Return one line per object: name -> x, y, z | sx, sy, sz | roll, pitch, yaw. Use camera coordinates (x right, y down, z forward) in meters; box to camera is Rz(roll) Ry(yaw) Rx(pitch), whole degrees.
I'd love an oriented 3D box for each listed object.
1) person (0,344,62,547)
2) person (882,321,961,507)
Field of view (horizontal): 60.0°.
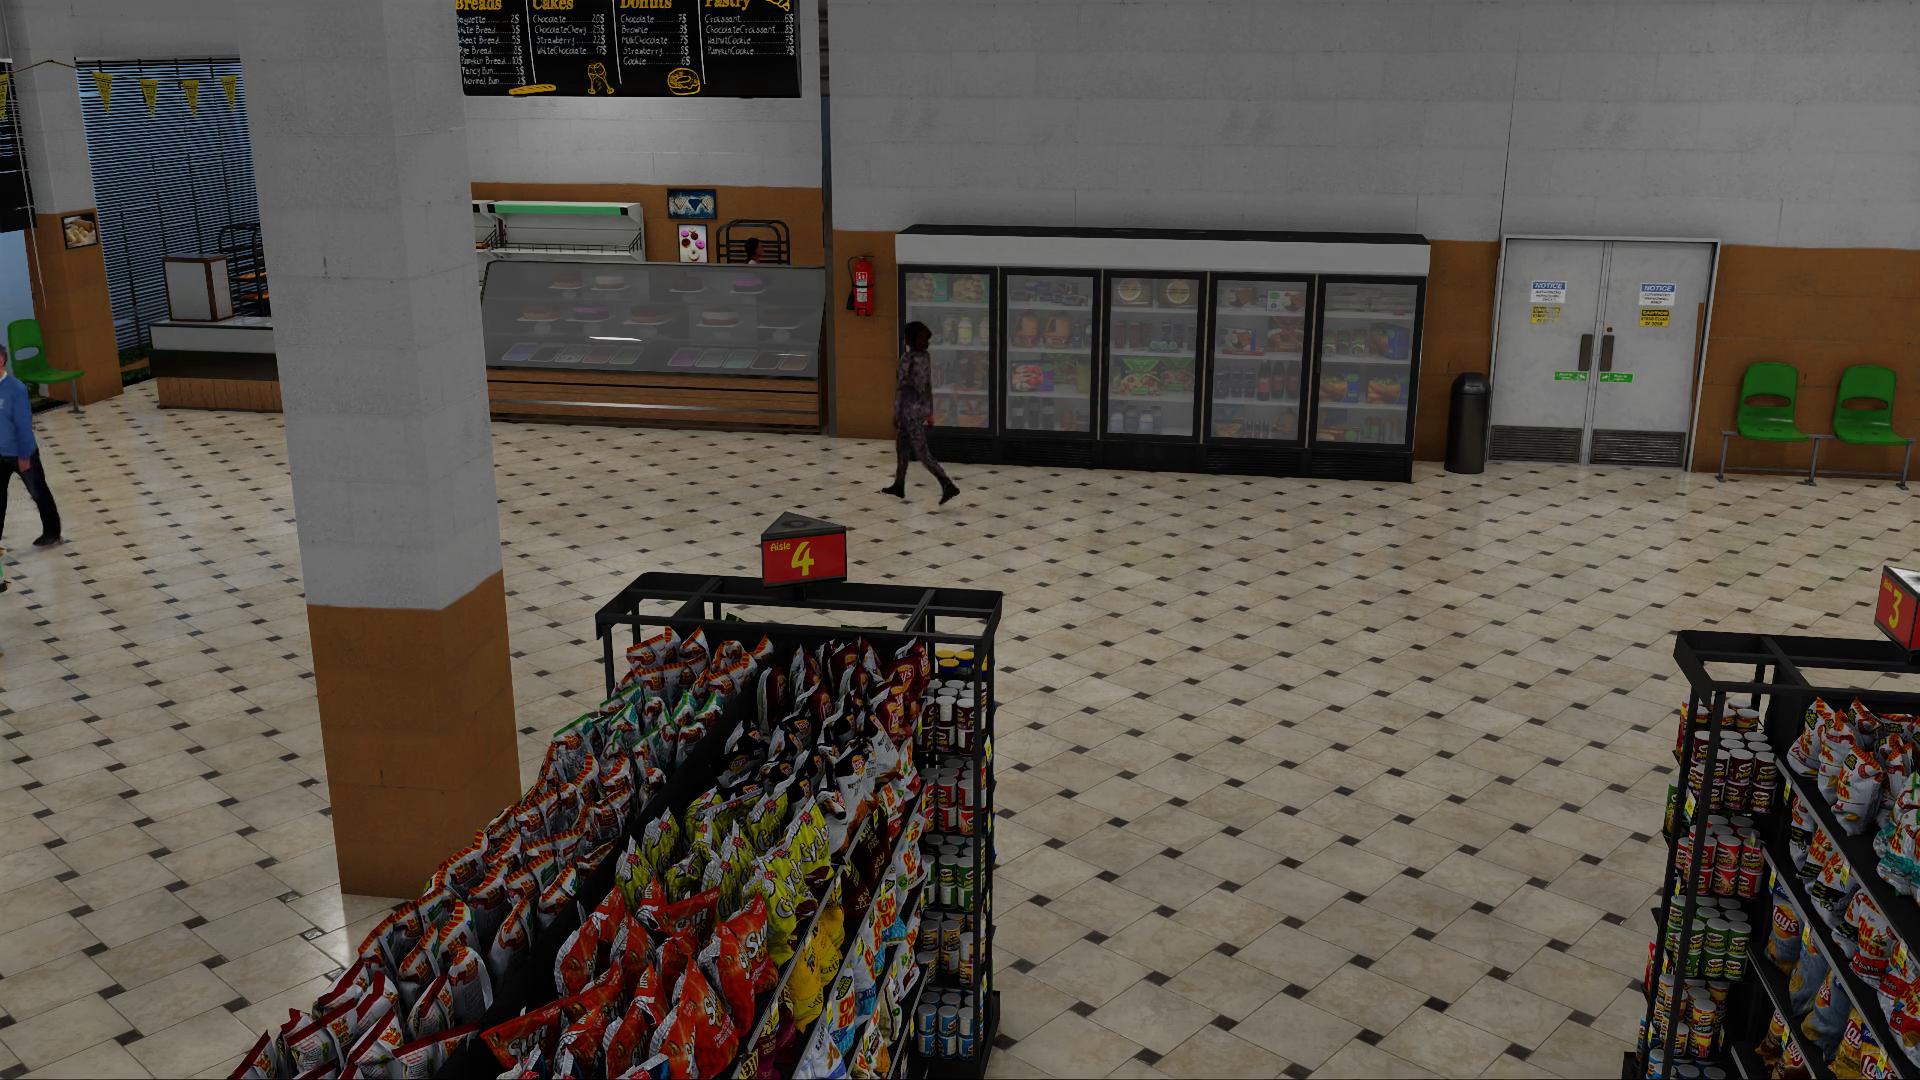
person -> -7.784, -0.752, 13.793 | 0.716, 1.768, 1.141 | 4, 17, 13
person -> -0.340, -1.113, 15.138 | 0.979, 1.678, 1.164 | 11, 20, 33
